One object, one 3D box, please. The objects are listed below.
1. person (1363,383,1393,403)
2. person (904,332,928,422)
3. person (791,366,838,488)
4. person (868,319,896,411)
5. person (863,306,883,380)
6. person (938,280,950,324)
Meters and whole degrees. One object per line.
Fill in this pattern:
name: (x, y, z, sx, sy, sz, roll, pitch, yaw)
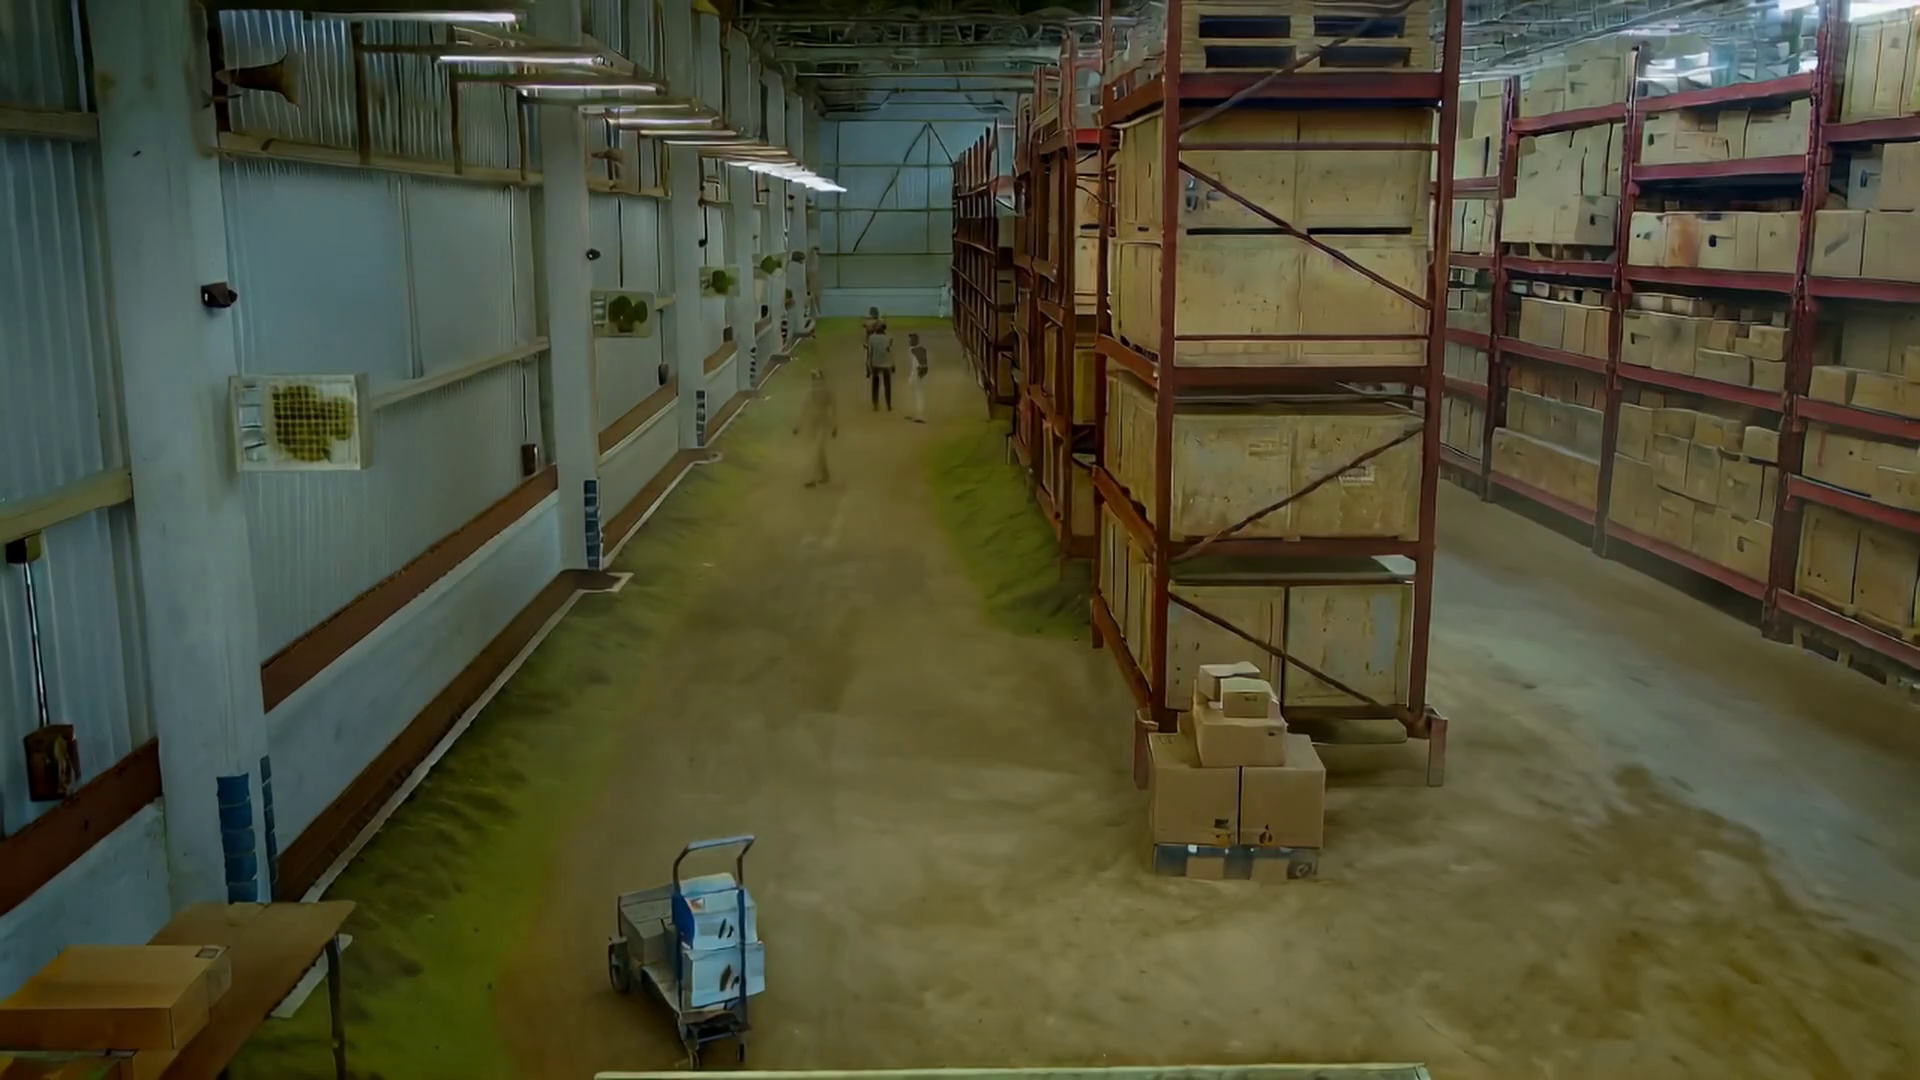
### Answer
person: (6.772, -1.918, 26.984, 0.547, 1.657, 0.791, 0, 11, 2)
person: (-0.965, -3.303, 33.753, 0.626, 1.827, 0.605, 4, 12, 22)
person: (-2.237, -1.751, 25.631, 0.658, 1.849, 0.998, 5, 12, 24)
person: (-1.671, -3.752, 35.714, 0.620, 1.985, 0.406, -3, 11, -16)
person: (-2.210, -5.078, 42.813, 0.587, 1.911, 0.397, -6, 12, -29)
person: (-0.653, -9.449, 65.968, 0.570, 1.756, 0.348, -9, 14, -40)
